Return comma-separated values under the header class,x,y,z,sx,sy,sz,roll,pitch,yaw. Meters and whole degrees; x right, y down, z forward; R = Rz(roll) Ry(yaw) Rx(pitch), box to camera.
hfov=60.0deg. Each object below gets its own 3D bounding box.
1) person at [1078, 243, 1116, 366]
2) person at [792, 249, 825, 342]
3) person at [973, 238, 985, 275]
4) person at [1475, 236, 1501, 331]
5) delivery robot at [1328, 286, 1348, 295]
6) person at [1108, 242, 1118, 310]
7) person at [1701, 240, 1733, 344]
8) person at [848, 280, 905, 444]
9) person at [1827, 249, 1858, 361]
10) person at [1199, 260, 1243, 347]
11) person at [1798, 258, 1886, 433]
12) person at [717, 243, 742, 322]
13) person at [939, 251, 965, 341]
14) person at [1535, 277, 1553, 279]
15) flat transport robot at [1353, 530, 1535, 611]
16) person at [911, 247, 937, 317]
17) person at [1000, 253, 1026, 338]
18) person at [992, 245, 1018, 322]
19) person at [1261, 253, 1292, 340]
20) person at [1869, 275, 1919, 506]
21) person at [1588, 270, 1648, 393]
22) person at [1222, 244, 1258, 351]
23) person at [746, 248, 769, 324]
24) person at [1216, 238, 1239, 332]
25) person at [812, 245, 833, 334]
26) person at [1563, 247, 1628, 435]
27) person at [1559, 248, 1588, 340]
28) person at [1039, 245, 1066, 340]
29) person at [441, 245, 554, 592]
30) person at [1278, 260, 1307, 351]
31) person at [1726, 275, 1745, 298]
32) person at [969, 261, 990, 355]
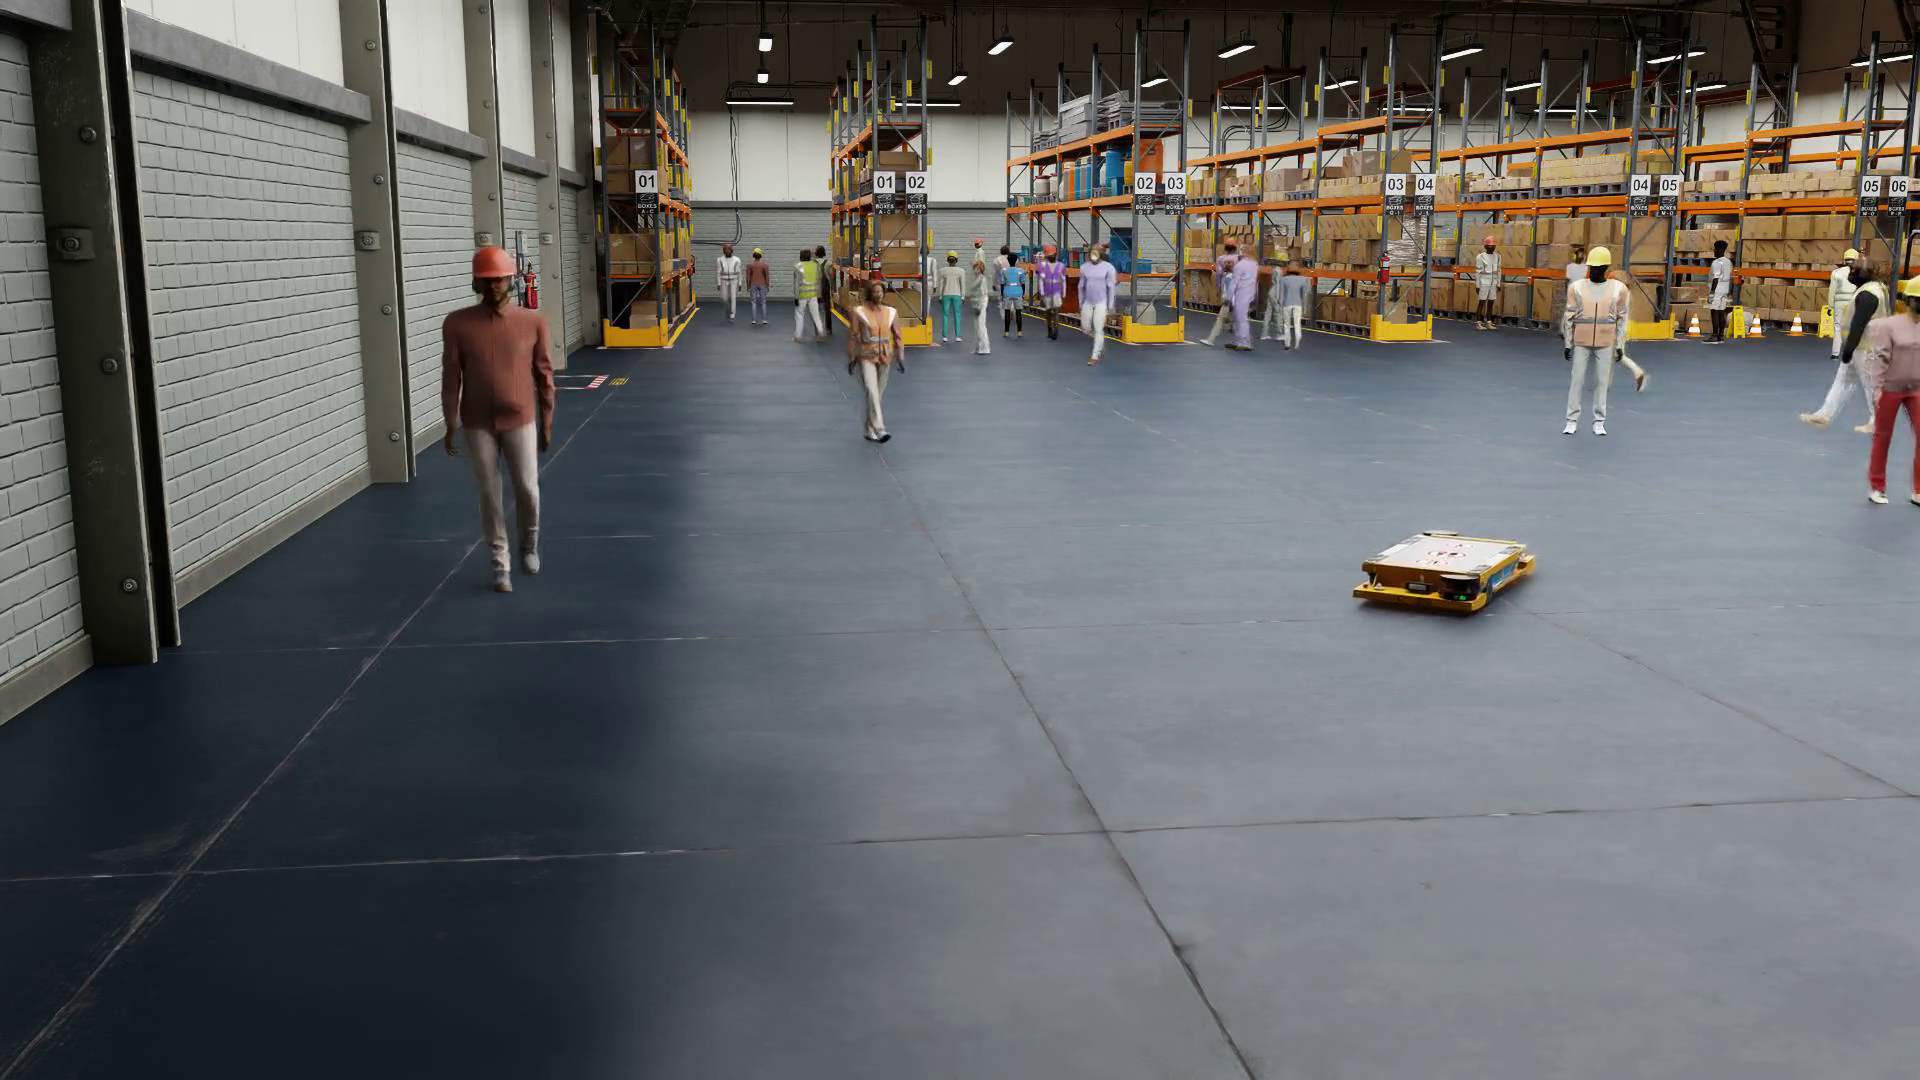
class,x,y,z,sx,sy,sz,roll,pitch,yaw
person,2.166,-3.725,26.325,0.649,1.926,0.505,6,12,29
person,-2.916,-4.706,32.055,0.639,1.810,0.921,-7,12,-34
person,0.581,-8.269,51.039,0.369,1.996,0.622,-1,10,-4
person,11.450,-5.544,36.013,0.605,2.037,0.404,-3,11,-17
delivery robot,11.337,-7.331,49.592,0.707,0.478,0.477,4,11,19
person,3.995,-7.066,44.689,0.636,1.916,0.765,-3,11,-16
person,14.416,-4.714,31.639,0.615,1.964,0.361,-9,14,-41
person,-0.795,-1.741,16.337,0.543,1.588,0.845,-5,12,-27
person,14.513,-3.836,27.208,0.592,1.828,0.404,4,11,19
person,4.880,-4.328,30.551,0.864,1.594,0.519,5,11,24
person,9.227,-2.010,17.253,0.904,1.801,0.654,5,12,27
person,-5.473,-6.092,39.459,0.596,1.869,0.409,-1,10,-4
person,-0.156,-4.734,32.331,0.517,1.757,0.336,0,10,2
person,17.582,-8.017,50.042,0.592,1.868,0.694,-2,11,-13
flat transport robot,2.812,0.160,9.574,0.652,0.197,1.431,6,12,31
person,-0.845,-5.914,38.595,0.576,1.832,0.969,-2,11,-12
person,1.063,-4.923,33.523,0.534,1.698,0.318,-1,10,-3
person,1.078,-6.145,39.846,0.651,1.832,0.447,-2,10,-8
person,6.265,-4.807,32.858,0.582,1.709,0.497,0,10,-2
person,7.089,-1.096,12.433,0.546,1.743,0.703,1,10,7
person,8.523,-2.671,21.430,0.506,1.610,0.686,-9,14,-41
person,4.947,-4.329,29.770,0.742,1.884,0.662,6,12,31
person,-4.709,-5.908,38.736,0.527,1.767,0.331,-1,10,-5
person,5.726,-5.386,35.217,0.627,2.020,0.897,2,11,12
person,-2.890,-5.202,34.646,0.506,1.846,0.351,-1,10,-5
person,6.505,-2.032,17.056,0.589,1.924,0.383,4,11,19
person,12.015,-4.781,32.426,0.550,1.815,0.999,-3,11,-13
person,1.839,-4.928,33.088,0.538,1.886,1.031,1,10,4
person,-2.648,-0.689,9.538,0.624,1.979,0.456,-2,11,-12
person,5.899,-4.145,29.485,0.503,1.614,0.585,0,10,2
person,20.921,-7.104,44.884,0.589,1.918,0.404,-2,10,-8
person,0.323,-3.991,28.668,0.324,1.612,0.608,-3,11,-14
